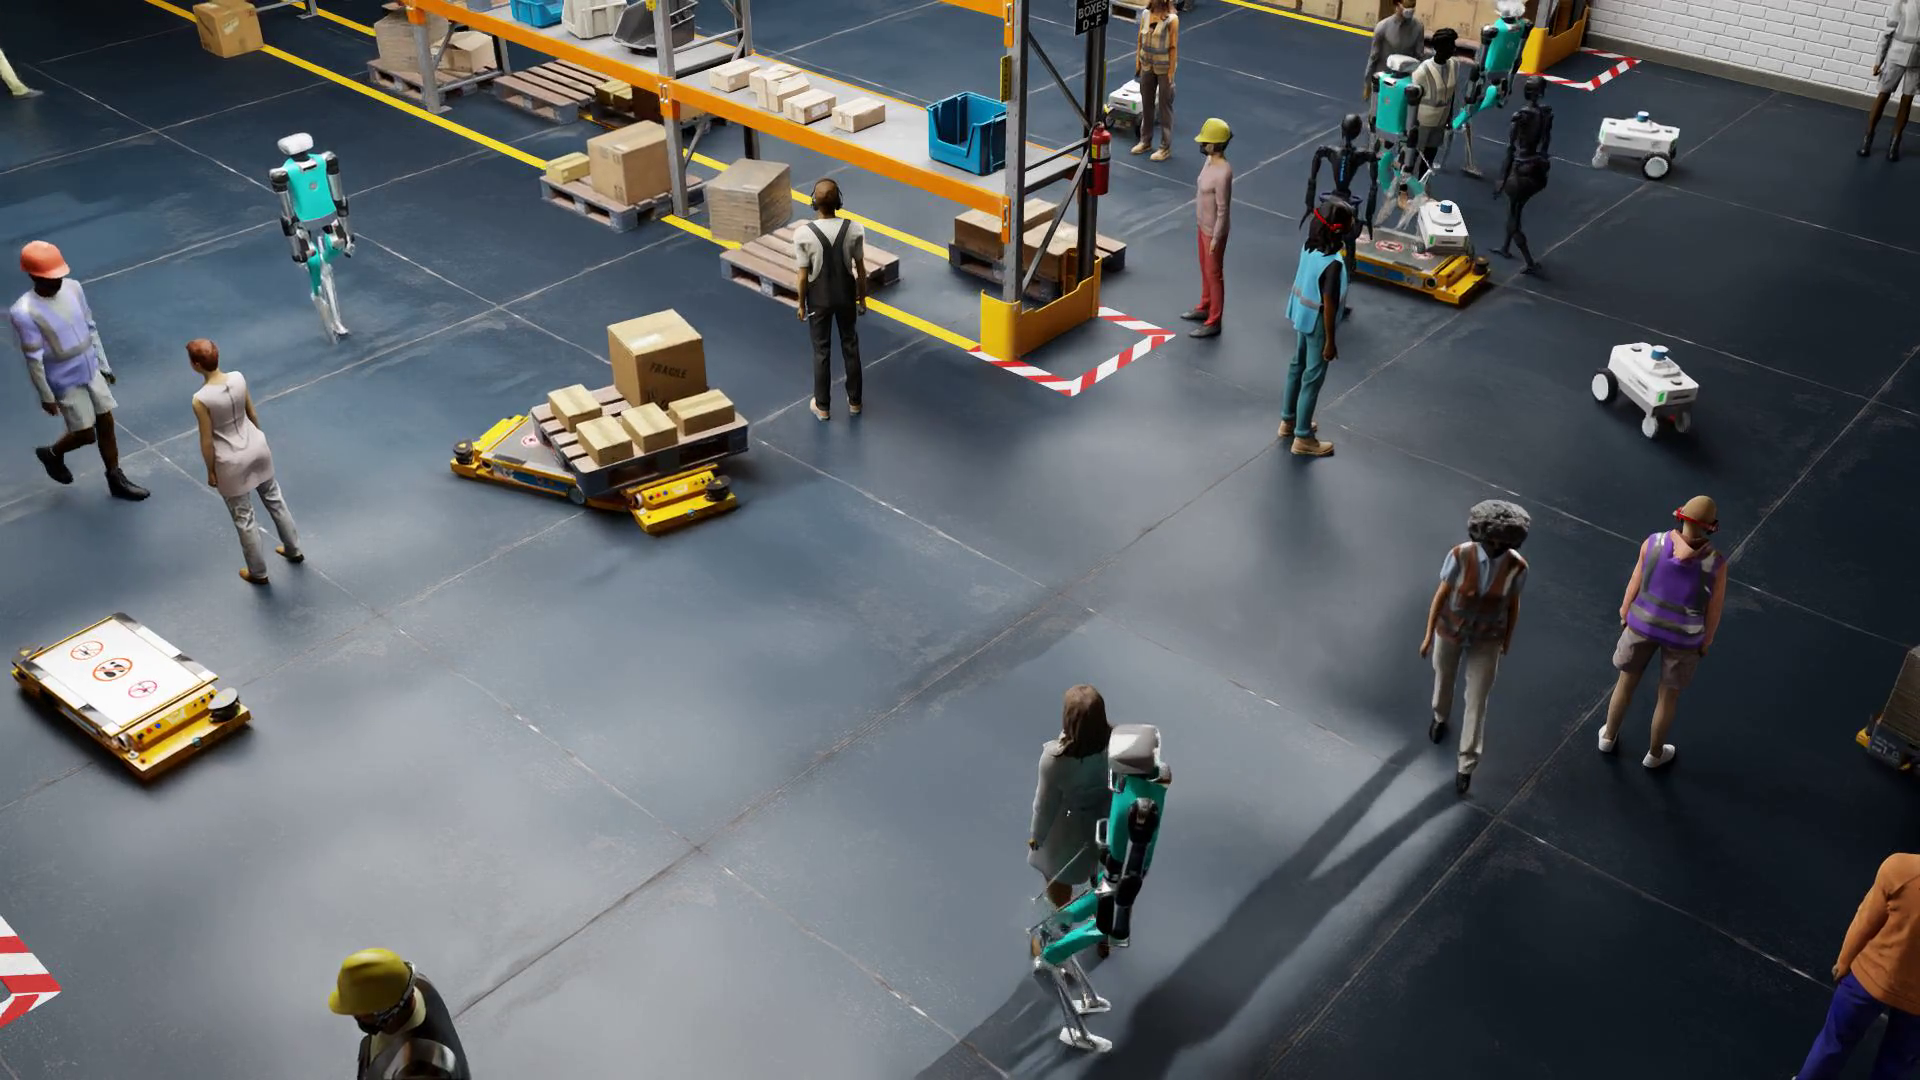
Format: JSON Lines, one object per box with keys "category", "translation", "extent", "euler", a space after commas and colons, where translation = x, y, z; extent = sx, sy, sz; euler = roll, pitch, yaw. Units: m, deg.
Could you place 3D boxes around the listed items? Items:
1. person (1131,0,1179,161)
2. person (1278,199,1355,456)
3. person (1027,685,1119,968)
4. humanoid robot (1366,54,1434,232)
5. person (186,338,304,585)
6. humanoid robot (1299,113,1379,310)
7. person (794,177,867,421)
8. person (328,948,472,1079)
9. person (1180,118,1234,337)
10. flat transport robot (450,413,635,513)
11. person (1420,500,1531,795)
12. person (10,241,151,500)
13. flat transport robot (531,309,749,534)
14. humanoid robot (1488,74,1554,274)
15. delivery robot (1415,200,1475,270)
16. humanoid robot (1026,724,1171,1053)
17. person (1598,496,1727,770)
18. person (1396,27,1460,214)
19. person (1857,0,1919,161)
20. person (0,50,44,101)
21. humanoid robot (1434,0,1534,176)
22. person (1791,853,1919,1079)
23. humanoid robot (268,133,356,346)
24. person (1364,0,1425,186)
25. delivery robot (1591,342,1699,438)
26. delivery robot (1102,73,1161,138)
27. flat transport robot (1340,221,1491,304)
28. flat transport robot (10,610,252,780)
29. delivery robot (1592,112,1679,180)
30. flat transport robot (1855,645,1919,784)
{"category": "person", "translation": [1.889, -4.556, 16.091], "extent": [0.454, 1.768, 0.342], "euler": [28, 43, 34]}
{"category": "person", "translation": [2.467, -1.476, 11.542], "extent": [0.382, 1.865, 0.527], "euler": [-5, 35, -8]}
{"category": "person", "translation": [0.545, 1.325, 7.663], "extent": [0.483, 1.661, 0.337], "euler": [-13, 37, -18]}
{"category": "humanoid robot", "translation": [3.824, -3.275, 14.334], "extent": [0.677, 1.879, 0.547], "euler": [-19, 39, -26]}
{"category": "person", "translation": [-4.468, -0.498, 10.315], "extent": [0.291, 1.651, 0.437], "euler": [17, 38, 23]}
{"category": "humanoid robot", "translation": [3.033, -2.616, 13.358], "extent": [0.600, 1.653, 0.343], "euler": [11, 36, 16]}
{"category": "person", "translation": [-0.916, -1.716, 11.908], "extent": [0.511, 1.845, 0.337], "euler": [-10, 36, -14]}
{"category": "person", "translation": [-2.020, 2.193, 6.272], "extent": [0.403, 1.818, 0.597], "euler": [-14, 37, -20]}
{"category": "person", "translation": [1.946, -2.443, 13.032], "extent": [0.324, 1.766, 0.532], "euler": [-3, 35, -4]}
{"category": "flat transport robot", "translation": [-2.779, -0.563, 11.625], "extent": [1.431, 0.231, 0.659], "euler": [13, 37, 18]}
{"category": "person", "translation": [2.696, 0.523, 8.823], "extent": [0.448, 1.656, 0.680], "euler": [12, 37, 17]}
{"category": "person", "translation": [-5.914, -1.101, 10.967], "extent": [0.631, 1.912, 0.544], "euler": [9, 36, 13]}
{"category": "flat transport robot", "translation": [-2.164, -0.541, 11.594], "extent": [0.659, 0.231, 1.431], "euler": [-19, 39, -26]}
{"category": "humanoid robot", "translation": [4.825, -3.062, 14.057], "extent": [0.605, 1.645, 0.635], "euler": [-15, 38, -21]}
{"category": "delivery robot", "translation": [4.164, -2.642, 14.374], "extent": [0.499, 0.581, 0.774], "euler": [3, 35, 4]}
{"category": "humanoid robot", "translation": [0.548, 1.525, 7.292], "extent": [0.647, 1.784, 0.535], "euler": [3, 35, 4]}
{"category": "person", "translation": [3.739, 0.494, 8.839], "extent": [0.483, 1.694, 0.347], "euler": [23, 41, 29]}
{"category": "person", "translation": [4.253, -3.804, 15.067], "extent": [0.532, 1.693, 0.320], "euler": [-19, 39, -25]}
{"category": "person", "translation": [9.154, -4.635, 16.070], "extent": [0.548, 1.927, 0.389], "euler": [14, 37, 19]}
{"category": "person", "translation": [-10.238, -5.383, 17.285], "extent": [0.906, 1.772, 0.619], "euler": [-26, 42, -32]}
{"category": "humanoid robot", "translation": [4.859, -4.229, 15.730], "extent": [0.541, 1.873, 0.826], "euler": [-14, 37, -19]}
{"category": "person", "translation": [3.835, 1.779, 6.741], "extent": [0.518, 1.972, 0.404], "euler": [19, 39, 25]}
{"category": "humanoid robot", "translation": [-5.042, -2.310, 12.910], "extent": [0.759, 1.847, 0.549], "euler": [29, 44, 35]}
{"category": "person", "translation": [4.065, -4.361, 15.726], "extent": [0.546, 1.876, 0.730], "euler": [-5, 35, -7]}
{"category": "delivery robot", "translation": [5.071, -1.158, 12.208], "extent": [0.499, 0.563, 0.738], "euler": [-8, 35, -11]}
{"category": "delivery robot", "translation": [1.803, -4.462, 17.040], "extent": [0.514, 0.614, 0.786], "euler": [21, 40, 27]}
{"category": "flat transport robot", "translation": [3.759, -2.408, 14.300], "extent": [1.431, 0.231, 0.659], "euler": [24, 41, 30]}
{"category": "flat transport robot", "translation": [-4.793, 0.856, 9.570], "extent": [1.431, 0.231, 0.659], "euler": [24, 41, 30]}
{"category": "delivery robot", "translation": [6.585, -3.838, 16.136], "extent": [0.817, 0.614, 0.499], "euler": [14, 37, 20]}
{"category": "flat transport robot", "translation": [5.677, 1.295, 8.934], "extent": [0.659, 0.231, 1.431], "euler": [-21, 40, -27]}
